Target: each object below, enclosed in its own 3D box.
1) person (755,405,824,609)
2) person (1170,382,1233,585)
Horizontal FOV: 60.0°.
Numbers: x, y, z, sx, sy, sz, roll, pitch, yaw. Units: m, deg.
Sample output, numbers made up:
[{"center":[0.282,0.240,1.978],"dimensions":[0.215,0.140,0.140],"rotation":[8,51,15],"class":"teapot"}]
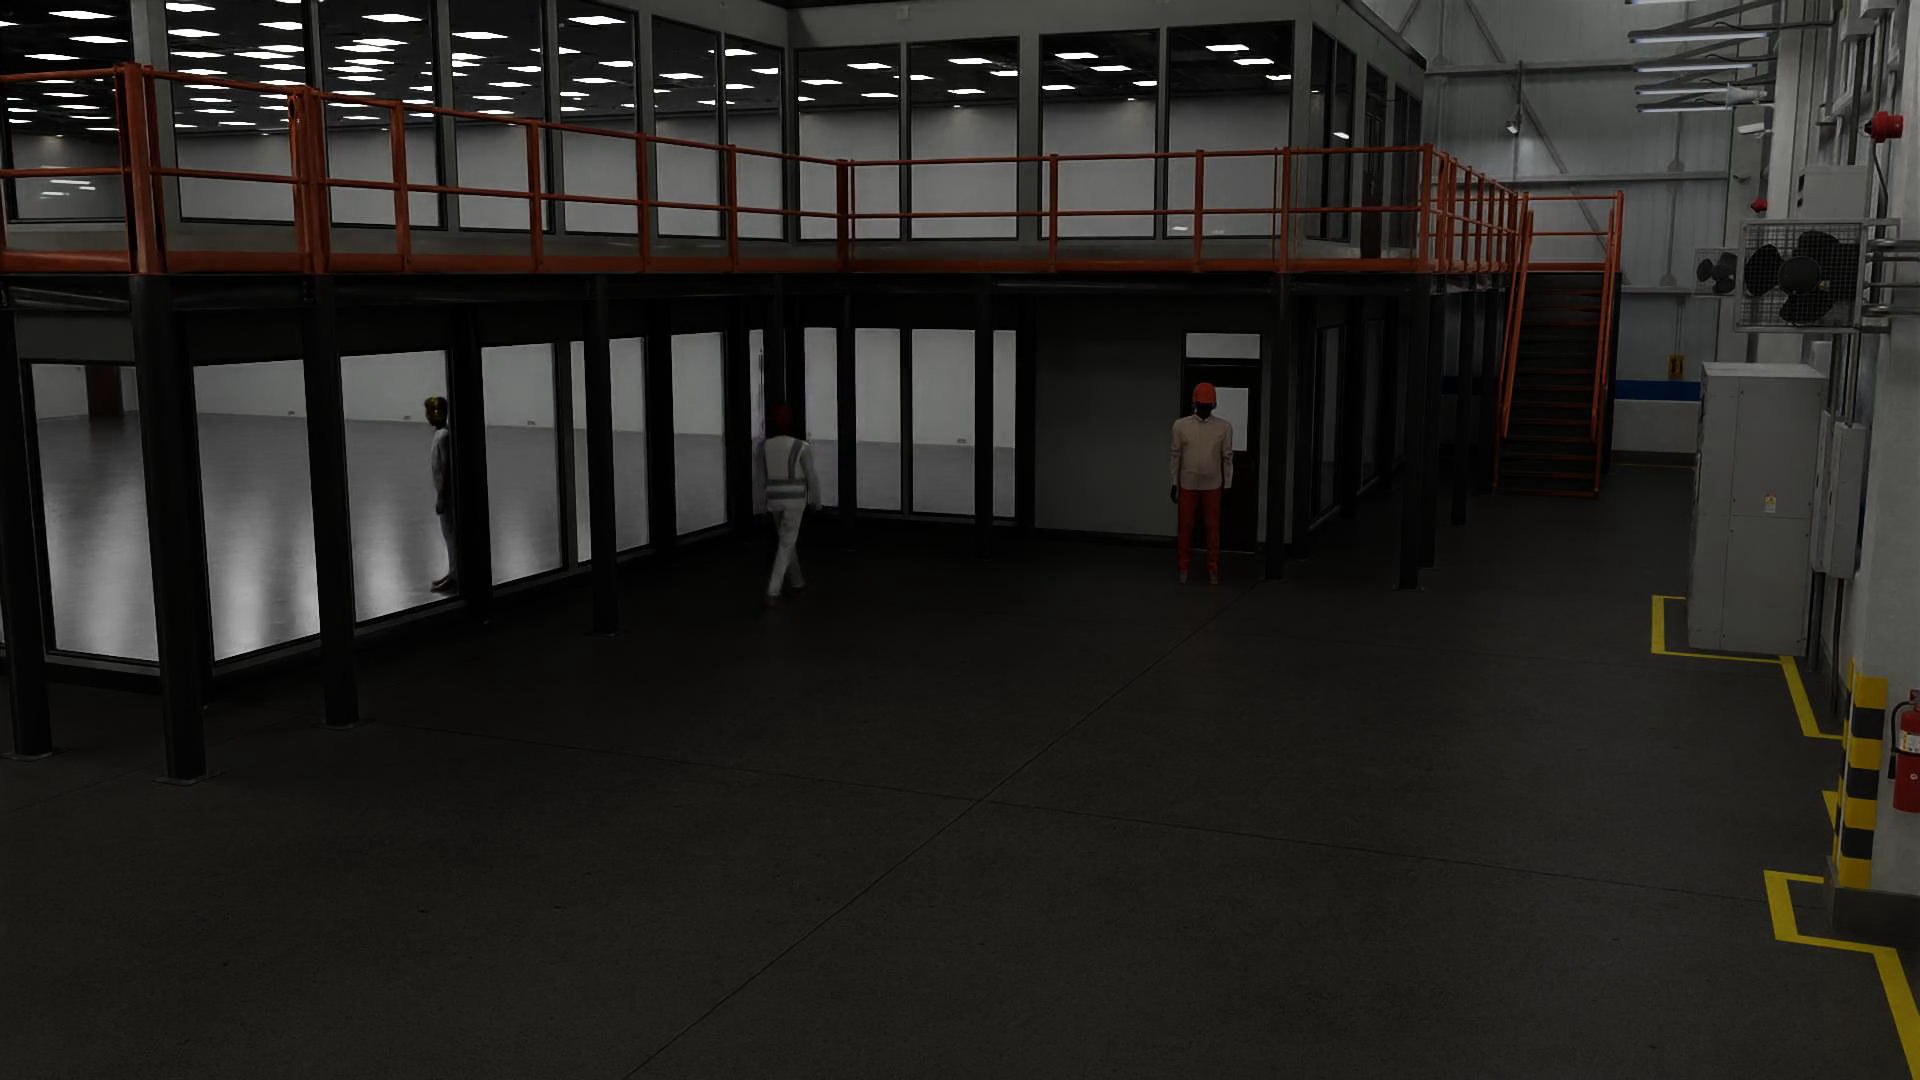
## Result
[{"center":[-1.596,-0.316,15.232],"dimensions":[0.575,1.843,0.978],"rotation":[5,10,28],"class":"person"},{"center":[2.348,-0.544,16.186],"dimensions":[0.612,1.986,0.406],"rotation":[1,9,7],"class":"person"}]
